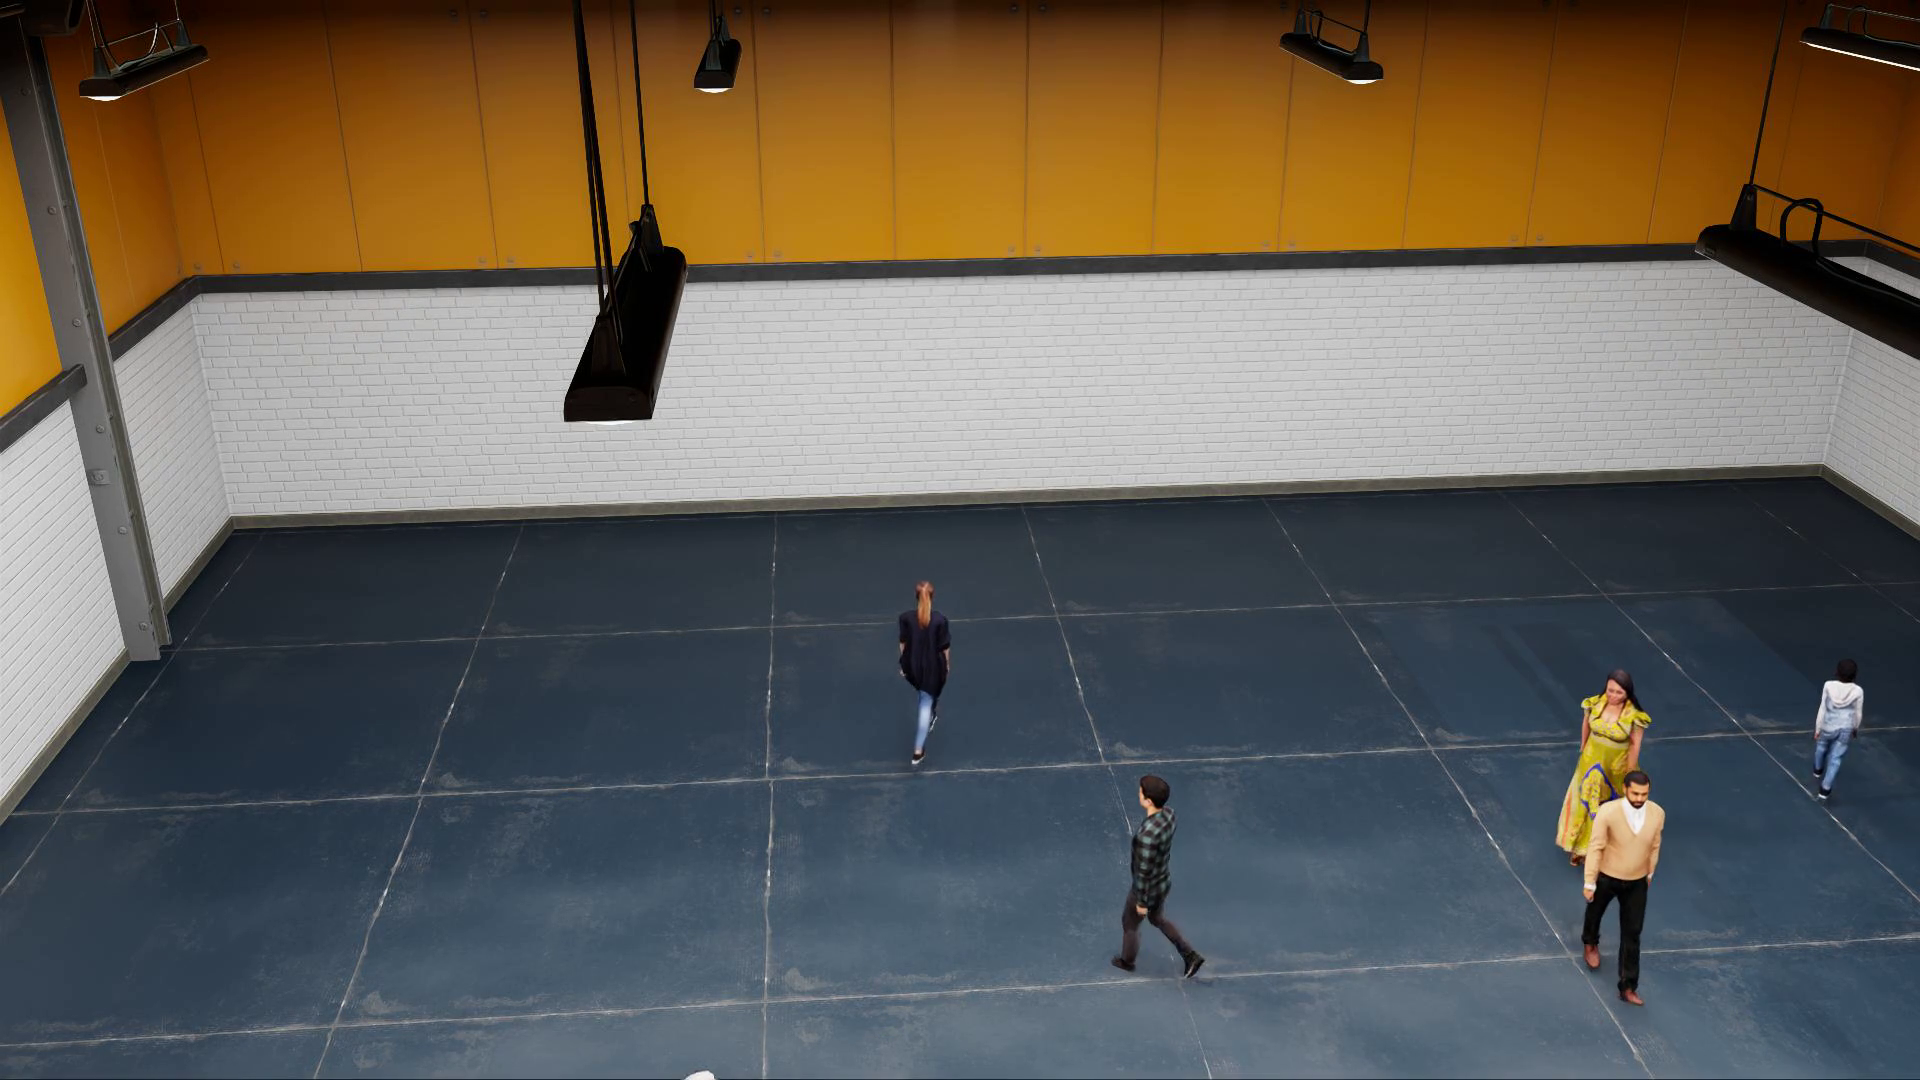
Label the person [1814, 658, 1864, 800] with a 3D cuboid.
[{"bbox_3d":[7.465,1.619,14.167,0.818,1.234,0.920,15,28,31],"label":"person"}]

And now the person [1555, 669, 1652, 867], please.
[{"bbox_3d":[5.239,1.763,13.359,1.296,1.618,1.443,15,28,30],"label":"person"}]

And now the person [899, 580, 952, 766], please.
[{"bbox_3d":[-0.328,1.189,14.653,0.861,1.634,1.206,5,24,11],"label":"person"}]

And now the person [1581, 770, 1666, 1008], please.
[{"bbox_3d":[4.671,2.371,11.856,0.825,1.709,1.180,2,24,5],"label":"person"}]

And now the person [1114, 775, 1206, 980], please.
[{"bbox_3d":[1.416,2.460,11.894,1.039,1.698,1.061,13,27,27],"label":"person"}]
